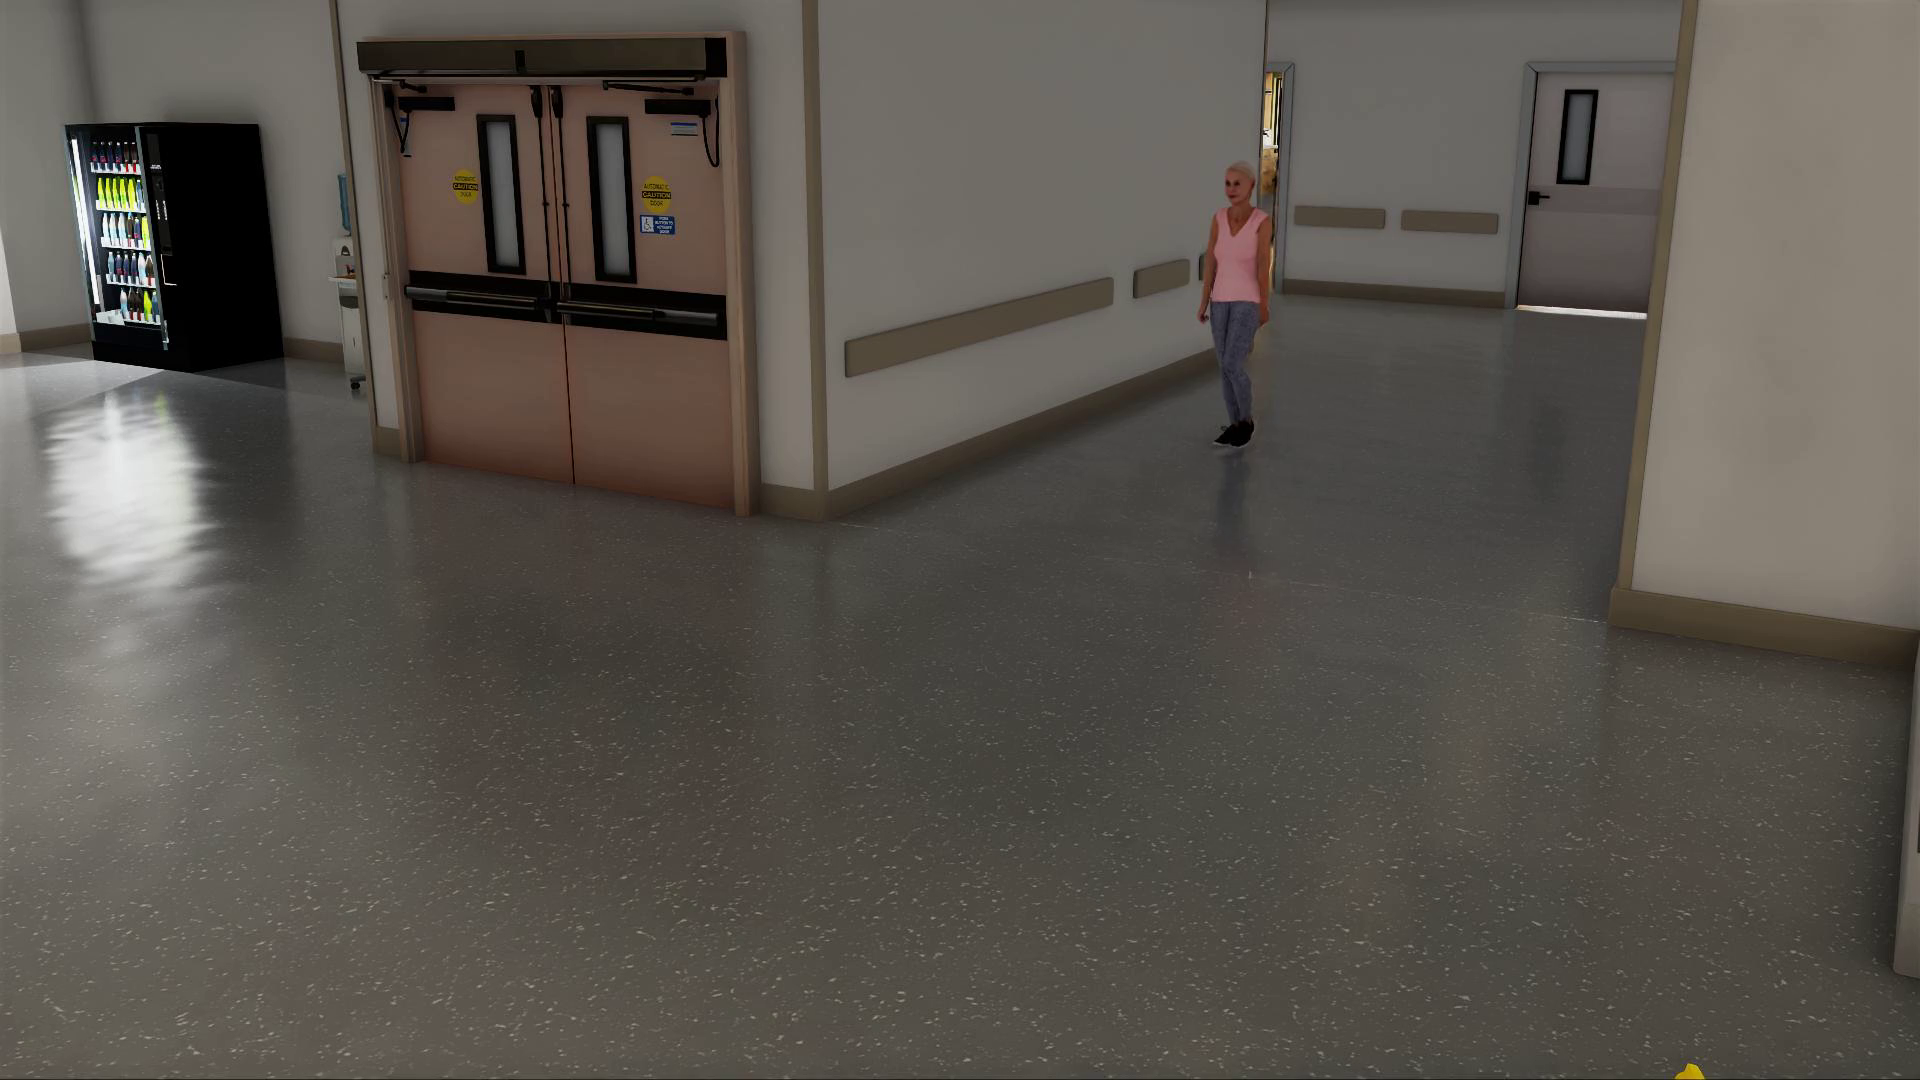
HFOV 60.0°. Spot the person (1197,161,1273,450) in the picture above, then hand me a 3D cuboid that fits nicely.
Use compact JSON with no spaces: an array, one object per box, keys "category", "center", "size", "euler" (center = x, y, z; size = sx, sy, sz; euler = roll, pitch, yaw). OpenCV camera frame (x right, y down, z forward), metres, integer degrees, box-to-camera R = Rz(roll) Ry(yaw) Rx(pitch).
[{"category":"person","center":[1.718,-1.417,10.072],"size":[0.601,1.710,0.674],"euler":[15,21,42]}]
